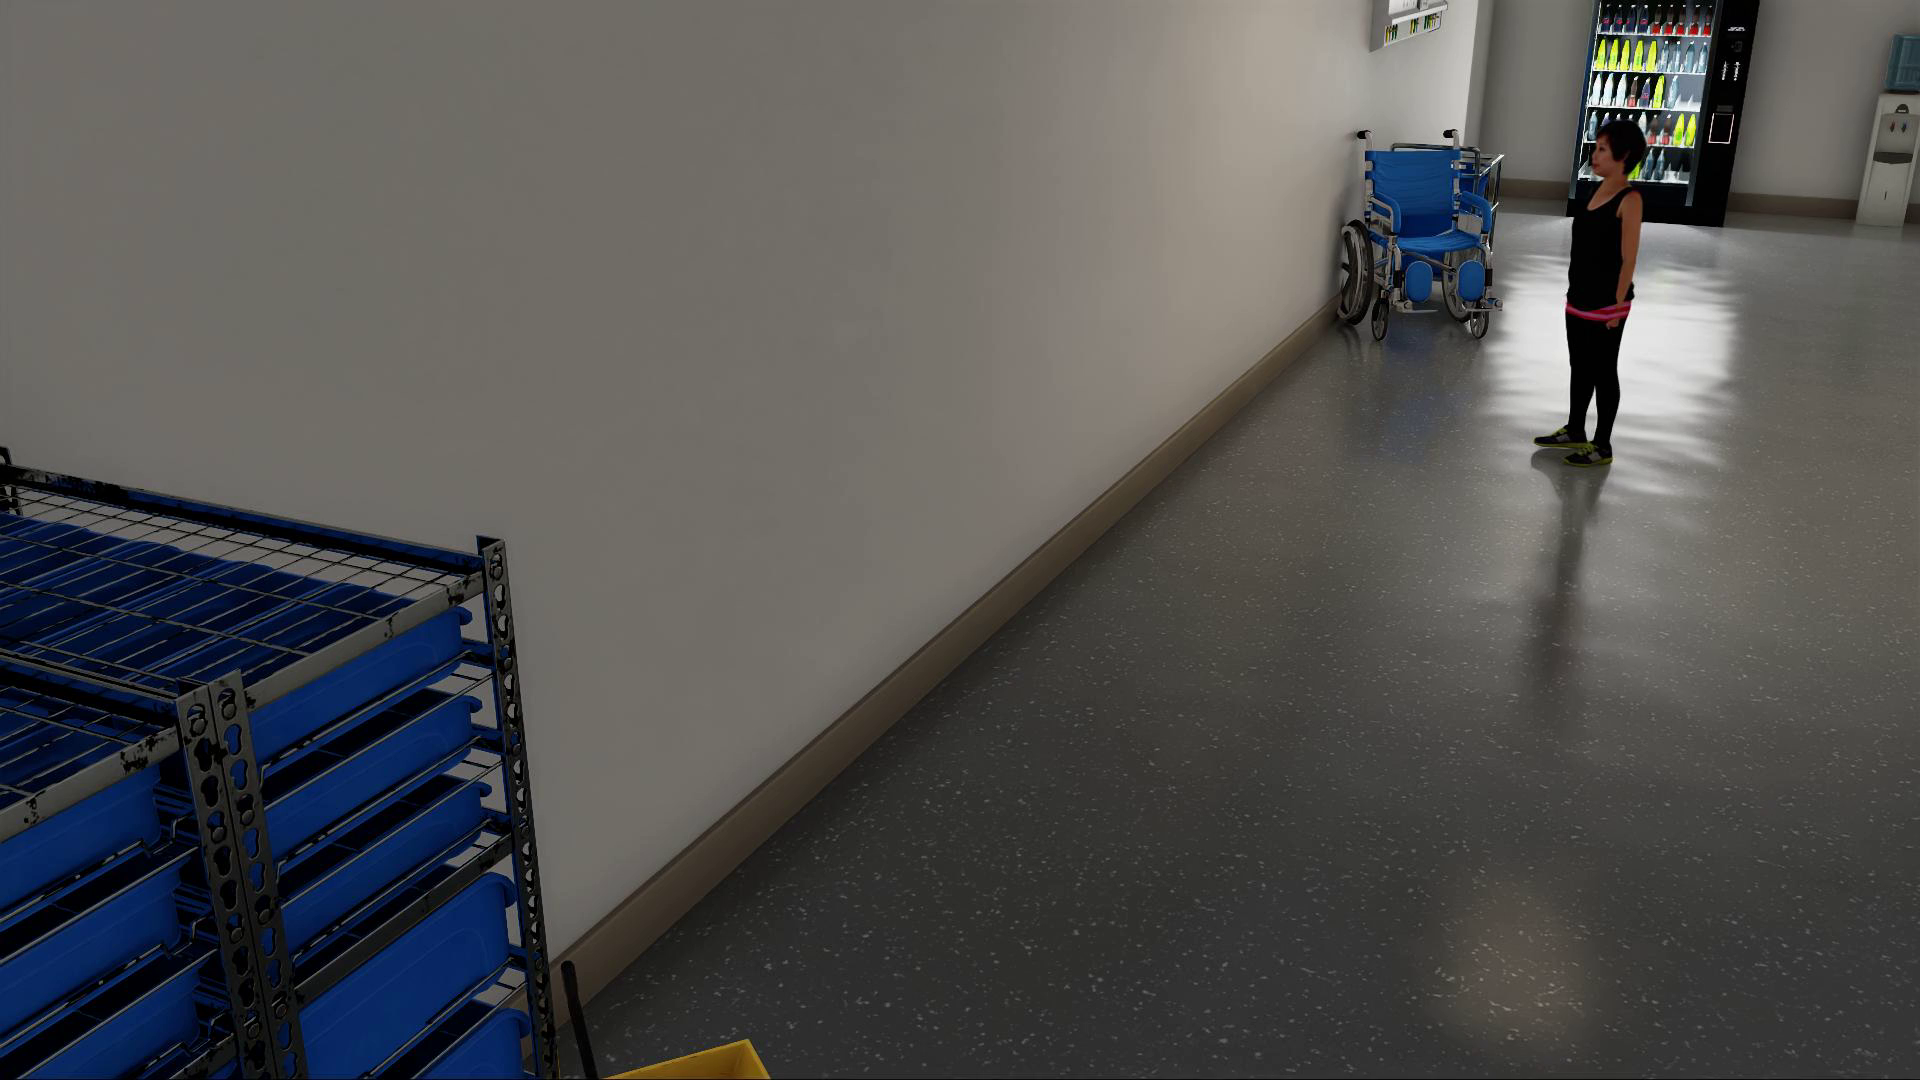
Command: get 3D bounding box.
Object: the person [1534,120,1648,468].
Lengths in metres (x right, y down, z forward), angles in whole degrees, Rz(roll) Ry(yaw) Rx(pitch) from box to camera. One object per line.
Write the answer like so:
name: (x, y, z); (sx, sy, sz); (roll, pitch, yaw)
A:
person: (2.916, -1.121, 7.570); (0.647, 1.552, 0.620); (-3, 21, -7)
